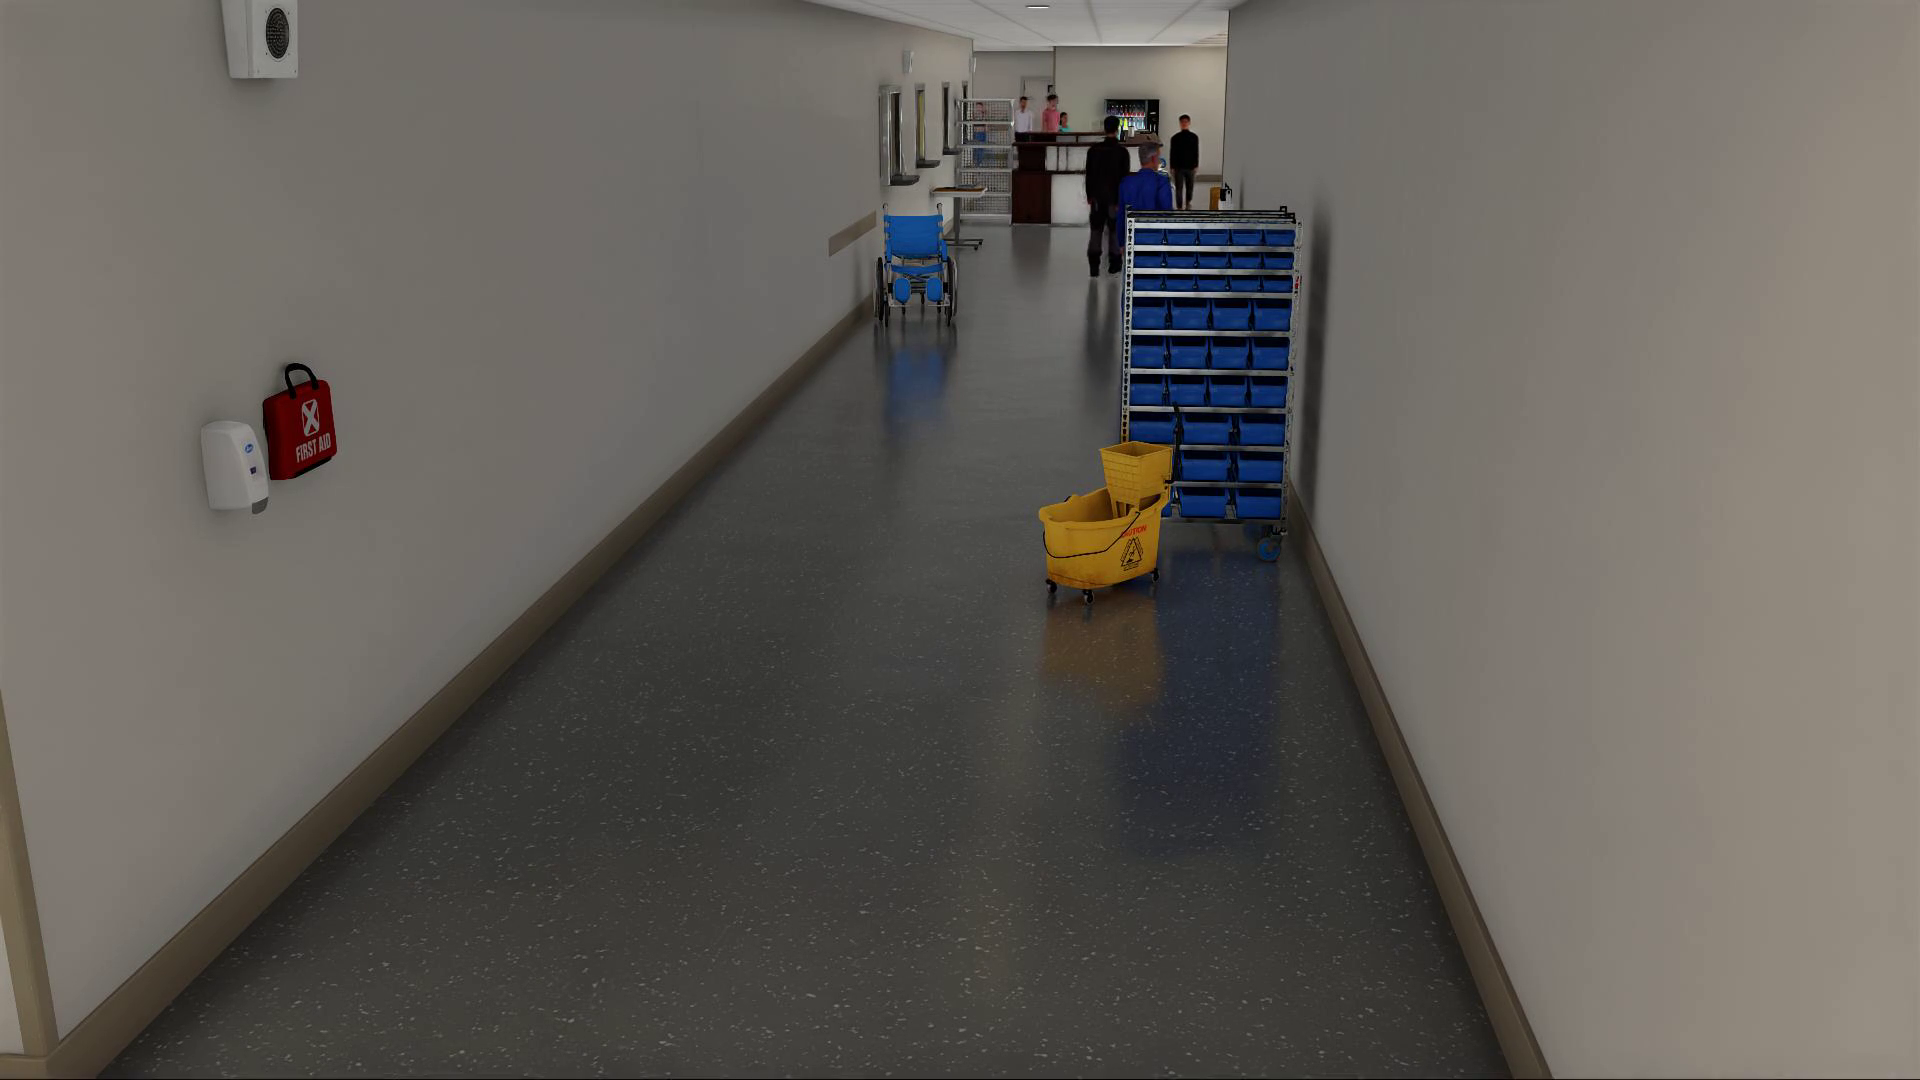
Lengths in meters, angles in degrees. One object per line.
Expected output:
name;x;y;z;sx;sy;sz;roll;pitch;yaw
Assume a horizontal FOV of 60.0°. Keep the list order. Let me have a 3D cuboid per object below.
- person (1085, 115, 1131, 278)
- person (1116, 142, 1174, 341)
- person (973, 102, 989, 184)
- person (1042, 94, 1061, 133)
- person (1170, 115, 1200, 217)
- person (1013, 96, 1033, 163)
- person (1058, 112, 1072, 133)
person;1.723;-4.083;19.965;1.218;1.901;0.927;5;16;16
person;1.692;-2.708;15.225;0.706;1.826;0.853;11;19;34
person;0.413;-8.901;37.299;0.876;1.767;0.679;3;16;9
person;1.907;-8.746;36.468;1.229;1.920;1.184;-10;18;-31
person;3.884;-6.491;28.854;0.764;1.712;0.741;3;16;9
person;1.534;-9.810;40.374;0.803;1.849;0.820;6;17;20
person;2.321;-8.859;37.537;0.647;1.558;0.699;-15;22;-43
